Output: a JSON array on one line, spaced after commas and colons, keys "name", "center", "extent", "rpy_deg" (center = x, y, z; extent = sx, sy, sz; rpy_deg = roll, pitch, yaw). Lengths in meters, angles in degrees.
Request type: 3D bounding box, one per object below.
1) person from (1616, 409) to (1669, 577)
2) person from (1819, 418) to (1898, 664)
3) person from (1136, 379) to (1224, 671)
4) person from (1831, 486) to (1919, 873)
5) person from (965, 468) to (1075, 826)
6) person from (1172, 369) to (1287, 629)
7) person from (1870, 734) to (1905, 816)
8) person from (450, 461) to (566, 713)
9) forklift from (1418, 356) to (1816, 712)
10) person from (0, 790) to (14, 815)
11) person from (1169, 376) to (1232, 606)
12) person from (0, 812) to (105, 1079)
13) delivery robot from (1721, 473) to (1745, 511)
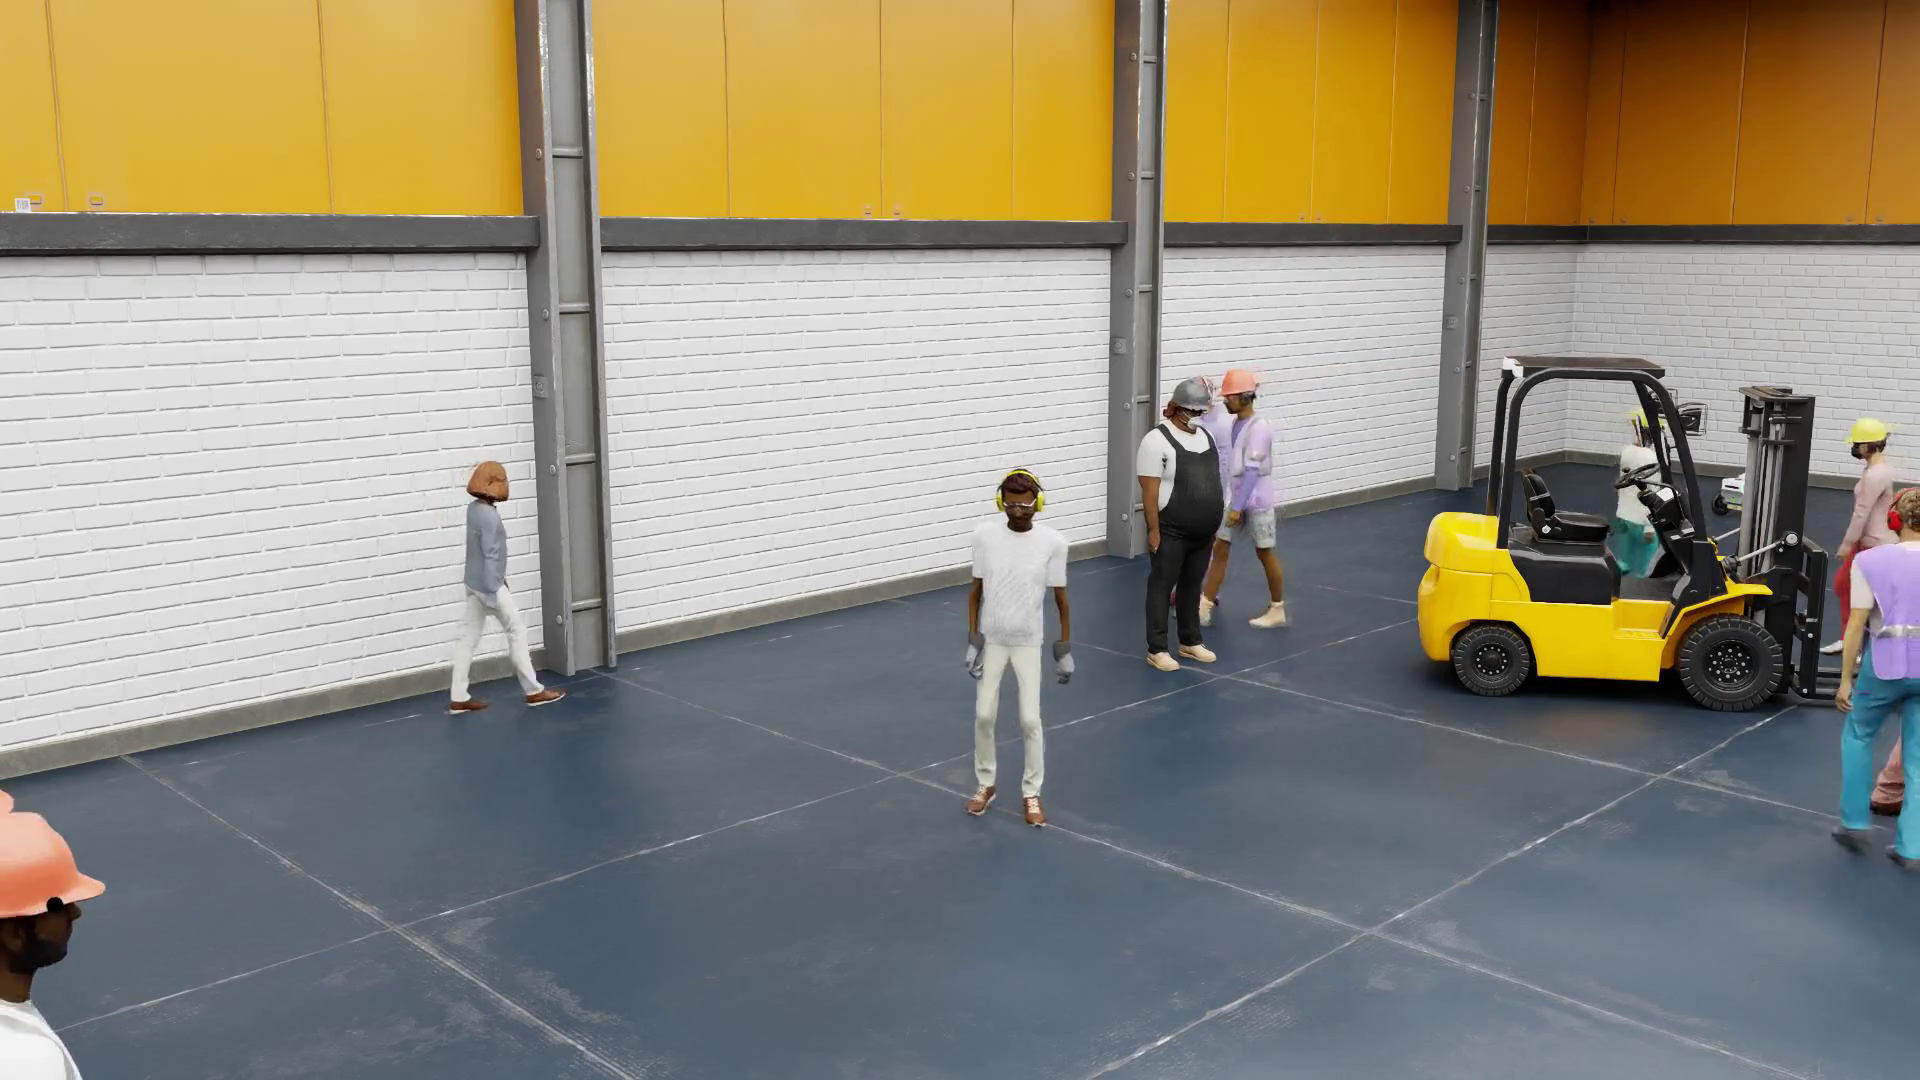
[{"name": "person", "center": [5.064, -0.154, 12.610], "extent": [0.644, 1.749, 0.530], "rpy_deg": [-1, 10, -3]}, {"name": "person", "center": [6.300, 0.017, 11.649], "extent": [0.604, 1.740, 0.521], "rpy_deg": [5, 12, 26]}, {"name": "person", "center": [1.587, -0.120, 11.601], "extent": [0.678, 2.000, 0.537], "rpy_deg": [-8, 13, -38]}, {"name": "person", "center": [4.502, 0.648, 8.027], "extent": [0.602, 1.813, 0.688], "rpy_deg": [1, 10, 6]}, {"name": "person", "center": [0.297, 0.536, 8.539], "extent": [0.605, 1.850, 0.473], "rpy_deg": [2, 11, 9]}, {"name": "person", "center": [2.081, -0.286, 12.639], "extent": [1.003, 1.992, 0.631], "rpy_deg": [-3, 11, -17]}, {"name": "person", "center": [5.176, 0.615, 8.238], "extent": [1.106, 1.805, 0.655], "rpy_deg": [6, 12, 28]}, {"name": "person", "center": [-2.902, 0.294, 10.541], "extent": [0.794, 1.601, 0.514], "rpy_deg": [-7, 13, -35]}, {"name": "forklift", "center": [4.276, -0.101, 11.076], "extent": [2.313, 2.155, 1.214], "rpy_deg": [2, 11, 13]}, {"name": "person", "center": [-2.403, 1.365, 3.947], "extent": [0.969, 1.881, 0.566], "rpy_deg": [-9, 14, -41]}, {"name": "person", "center": [1.865, -0.364, 13.338], "extent": [0.635, 1.886, 0.674], "rpy_deg": [-7, 13, -34]}, {"name": "person", "center": [-1.896, 1.481, 3.313], "extent": [1.011, 1.893, 0.550], "rpy_deg": [-8, 13, -38]}, {"name": "delivery robot", "center": [8.501, -0.559, 17.790], "extent": [0.707, 0.478, 0.477], "rpy_deg": [-5, 12, -26]}]
